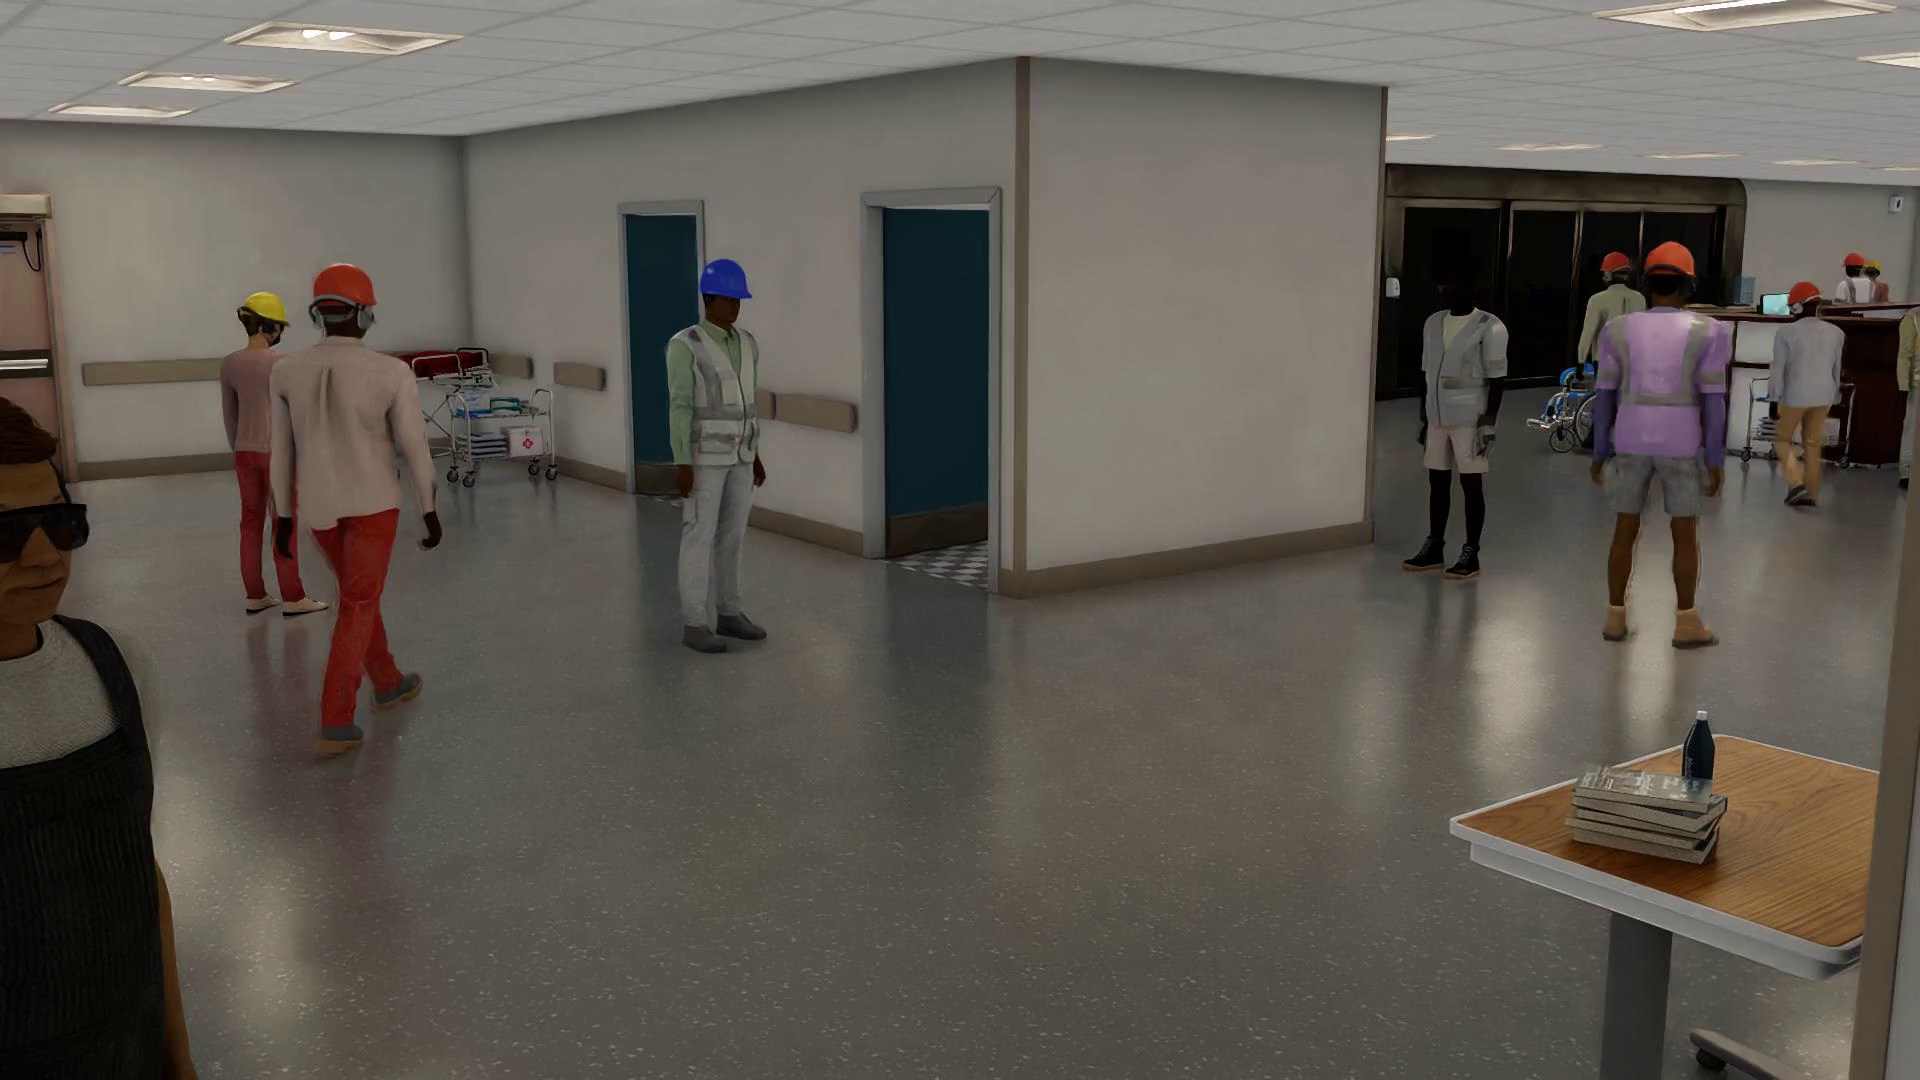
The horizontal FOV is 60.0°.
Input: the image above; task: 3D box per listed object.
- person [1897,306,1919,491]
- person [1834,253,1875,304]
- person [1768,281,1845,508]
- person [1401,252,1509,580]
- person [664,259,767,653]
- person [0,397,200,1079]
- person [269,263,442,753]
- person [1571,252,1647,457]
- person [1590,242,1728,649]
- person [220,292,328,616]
[{"bbox_3d":[7.945,-1.294,13.568,0.599,1.819,0.403,0,10,-1],"label":"person"},{"bbox_3d":[11.996,-2.923,22.480,0.566,1.882,1.011,-4,11,-19],"label":"person"},{"bbox_3d":[6.434,-1.101,12.714,0.605,1.731,0.421,-1,10,-4],"label":"person"},{"bbox_3d":[3.007,-0.745,10.066,0.372,1.966,0.608,-6,12,-31],"label":"person"},{"bbox_3d":[-1.195,-0.422,8.316,0.409,1.943,0.615,7,12,33],"label":"person"},{"bbox_3d":[-1.161,0.738,2.095,0.345,1.846,0.508,4,11,21],"label":"person"},{"bbox_3d":[-2.470,-0.151,6.815,0.640,1.944,1.018,1,10,8],"label":"person"},{"bbox_3d":[6.029,-1.675,15.351,0.632,1.954,1.001,-4,11,-19],"label":"person"},{"bbox_3d":[3.555,-0.469,8.400,0.700,2.029,0.420,7,12,32],"label":"person"},{"bbox_3d":[-3.758,-0.463,9.073,0.523,1.760,0.327,4,11,22],"label":"person"}]
